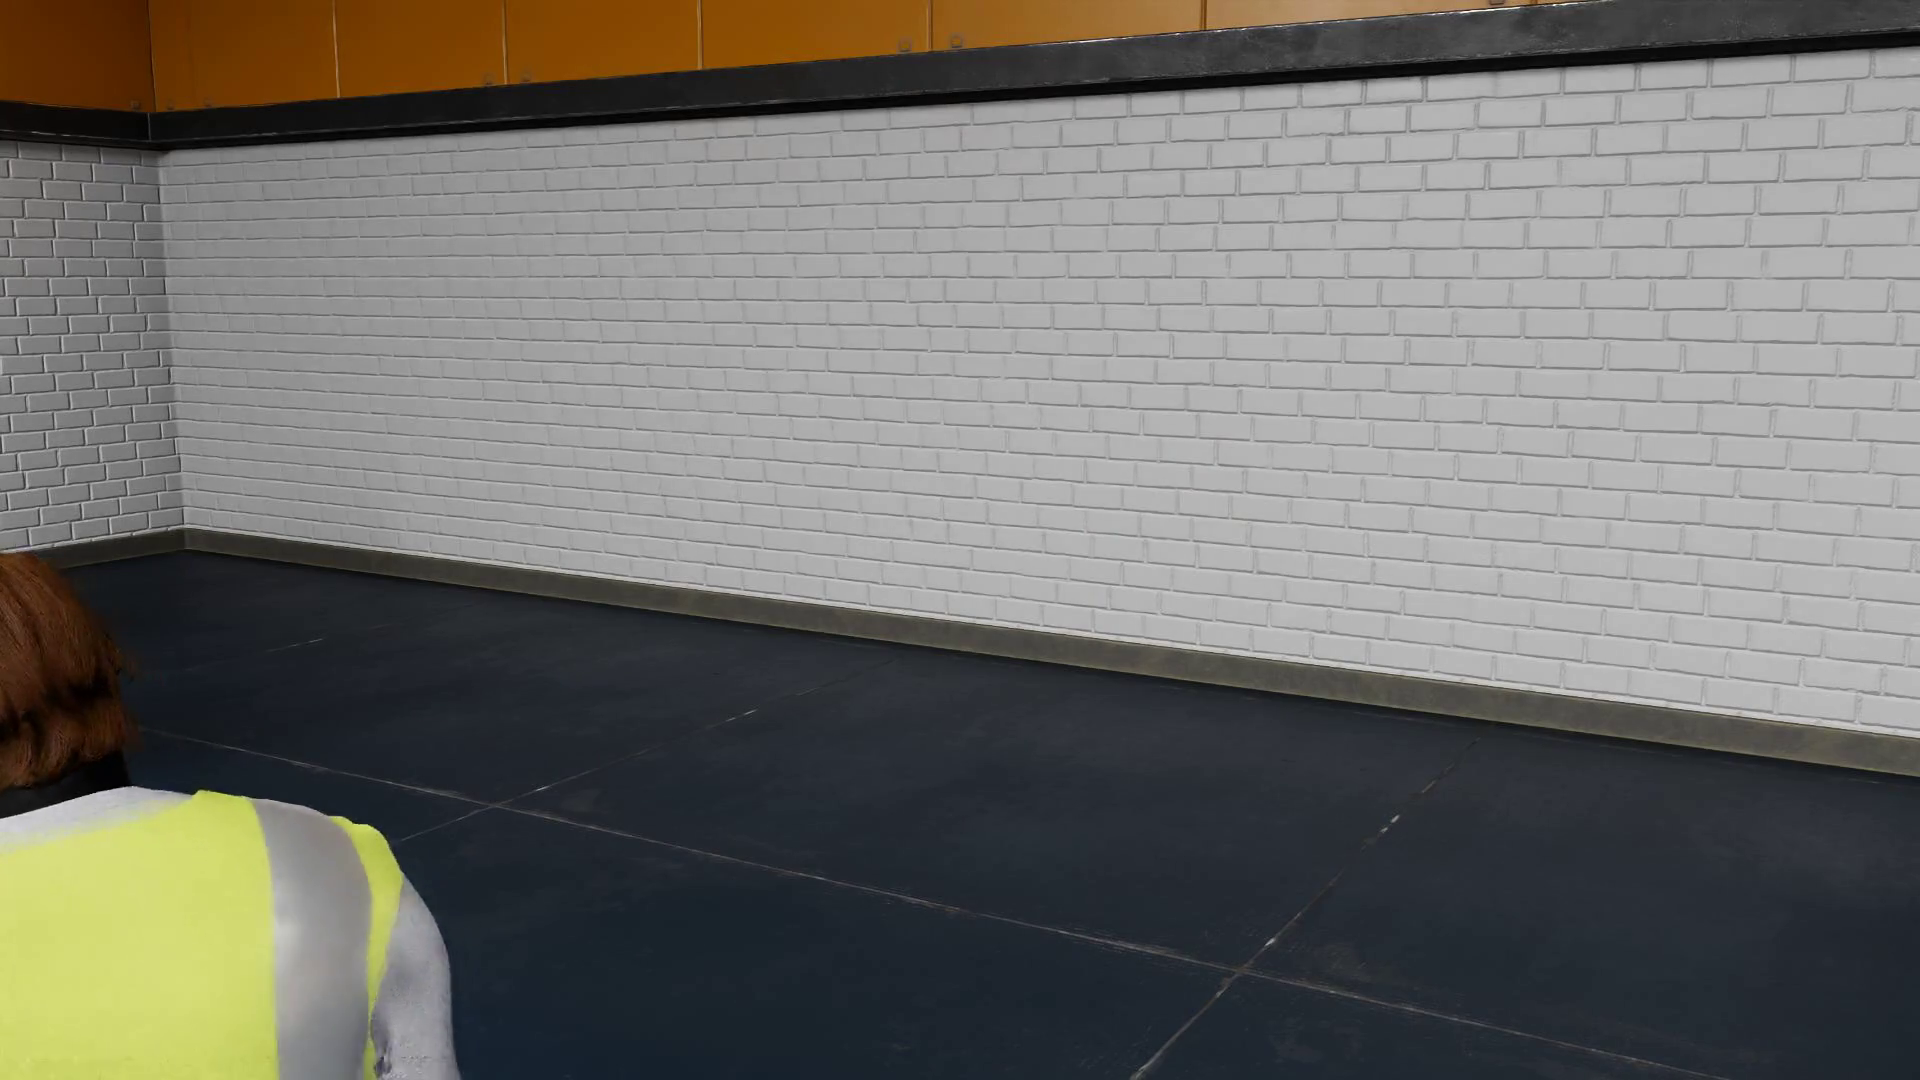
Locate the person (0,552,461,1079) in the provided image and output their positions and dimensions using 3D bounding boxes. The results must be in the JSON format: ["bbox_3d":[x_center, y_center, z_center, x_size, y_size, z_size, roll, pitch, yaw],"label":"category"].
[{"bbox_3d":[-0.778,0.889,1.596,0.679,1.776,0.971,-6,11,-34],"label":"person"}]
